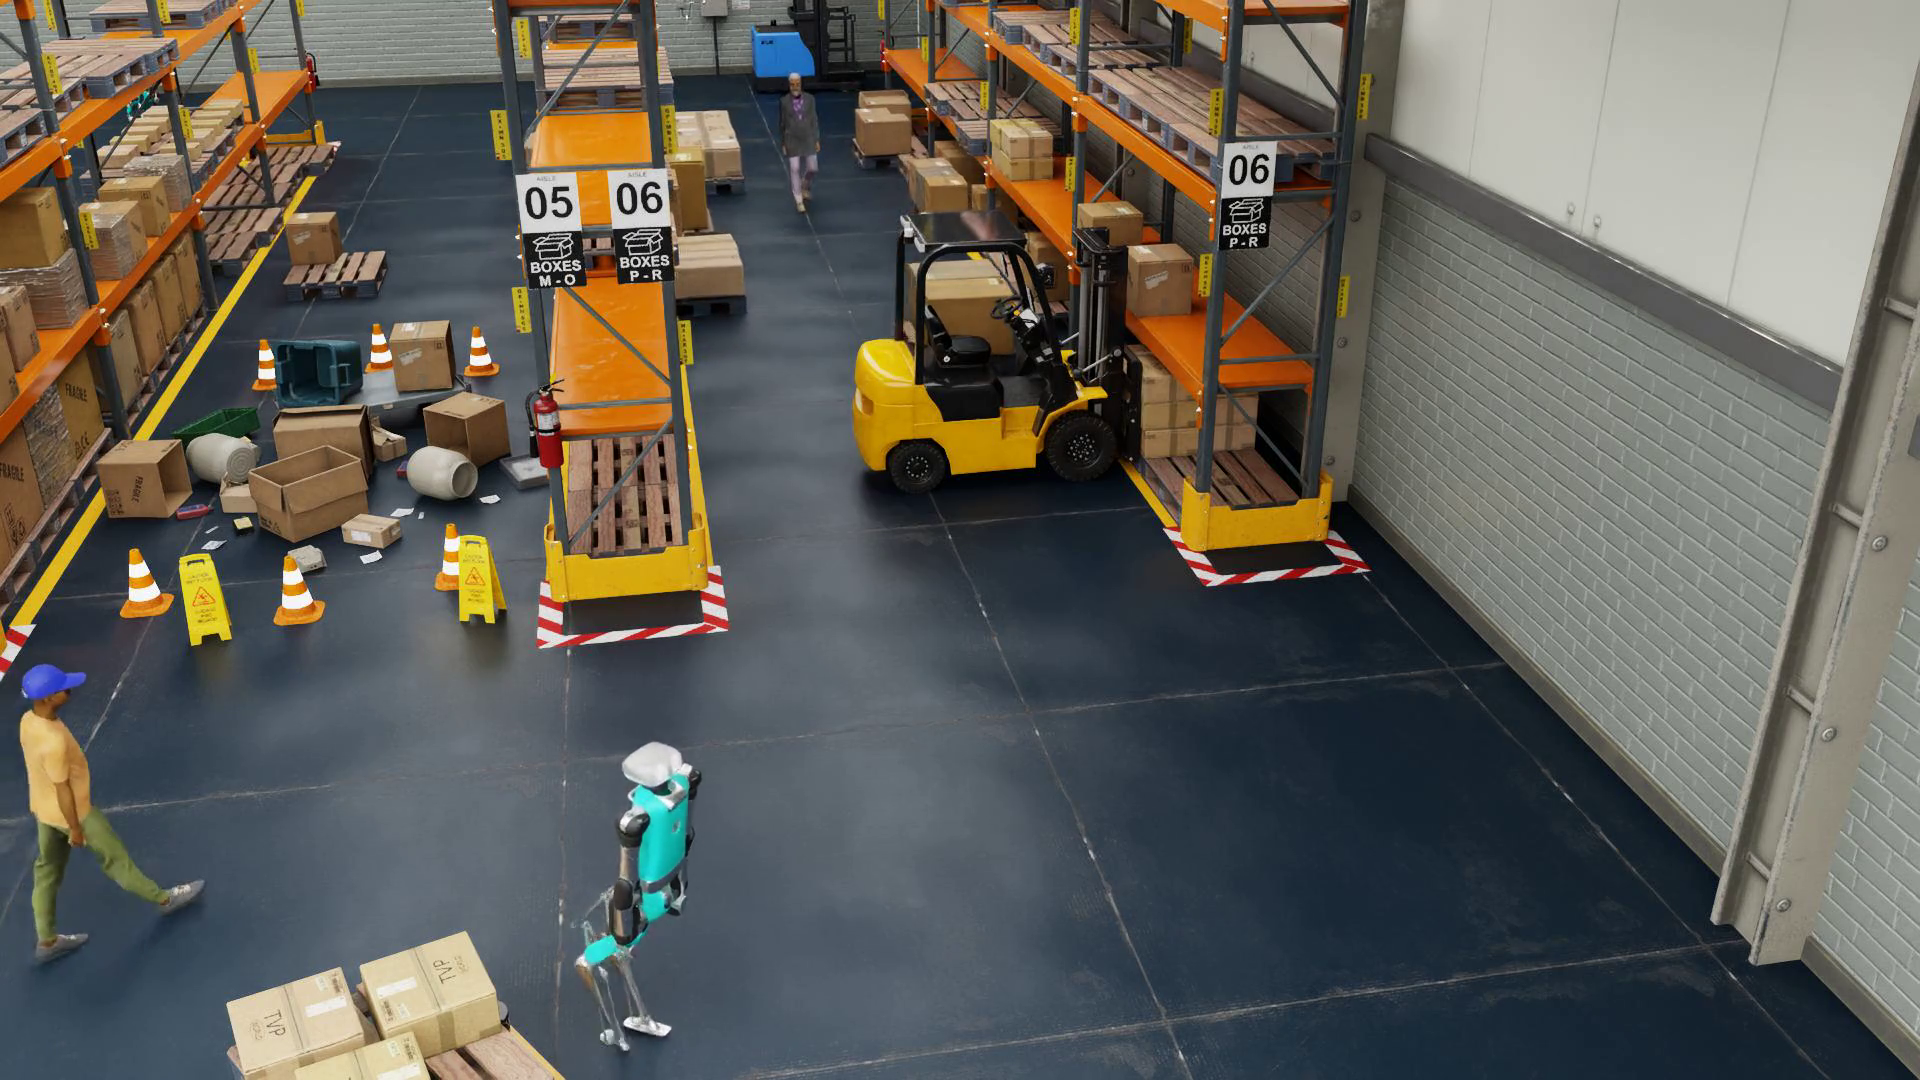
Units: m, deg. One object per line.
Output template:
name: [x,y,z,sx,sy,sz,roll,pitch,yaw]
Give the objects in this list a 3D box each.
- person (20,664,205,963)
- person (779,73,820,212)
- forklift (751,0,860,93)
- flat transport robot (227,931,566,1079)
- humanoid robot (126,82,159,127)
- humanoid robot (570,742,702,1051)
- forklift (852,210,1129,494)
person: [-4.564,1.365,8.658,0.469,1.671,0.886,22,33,38]
person: [-2.184,-5.402,22.555,0.561,1.844,0.527,-7,26,-13]
forklift: [-2.872,-9.679,30.288,1.873,2.768,1.129,-5,26,-10]
flat transport robot: [-2.587,2.653,7.604,1.431,0.231,0.659,-22,34,-38]
humanoid robot: [-12.772,-6.970,25.795,0.735,1.677,0.533,22,33,38]
humanoid robot: [-1.602,1.691,7.896,0.786,1.751,0.530,12,28,24]
forklift: [0.216,-1.659,14.366,2.313,2.155,1.214,-5,26,-10]
